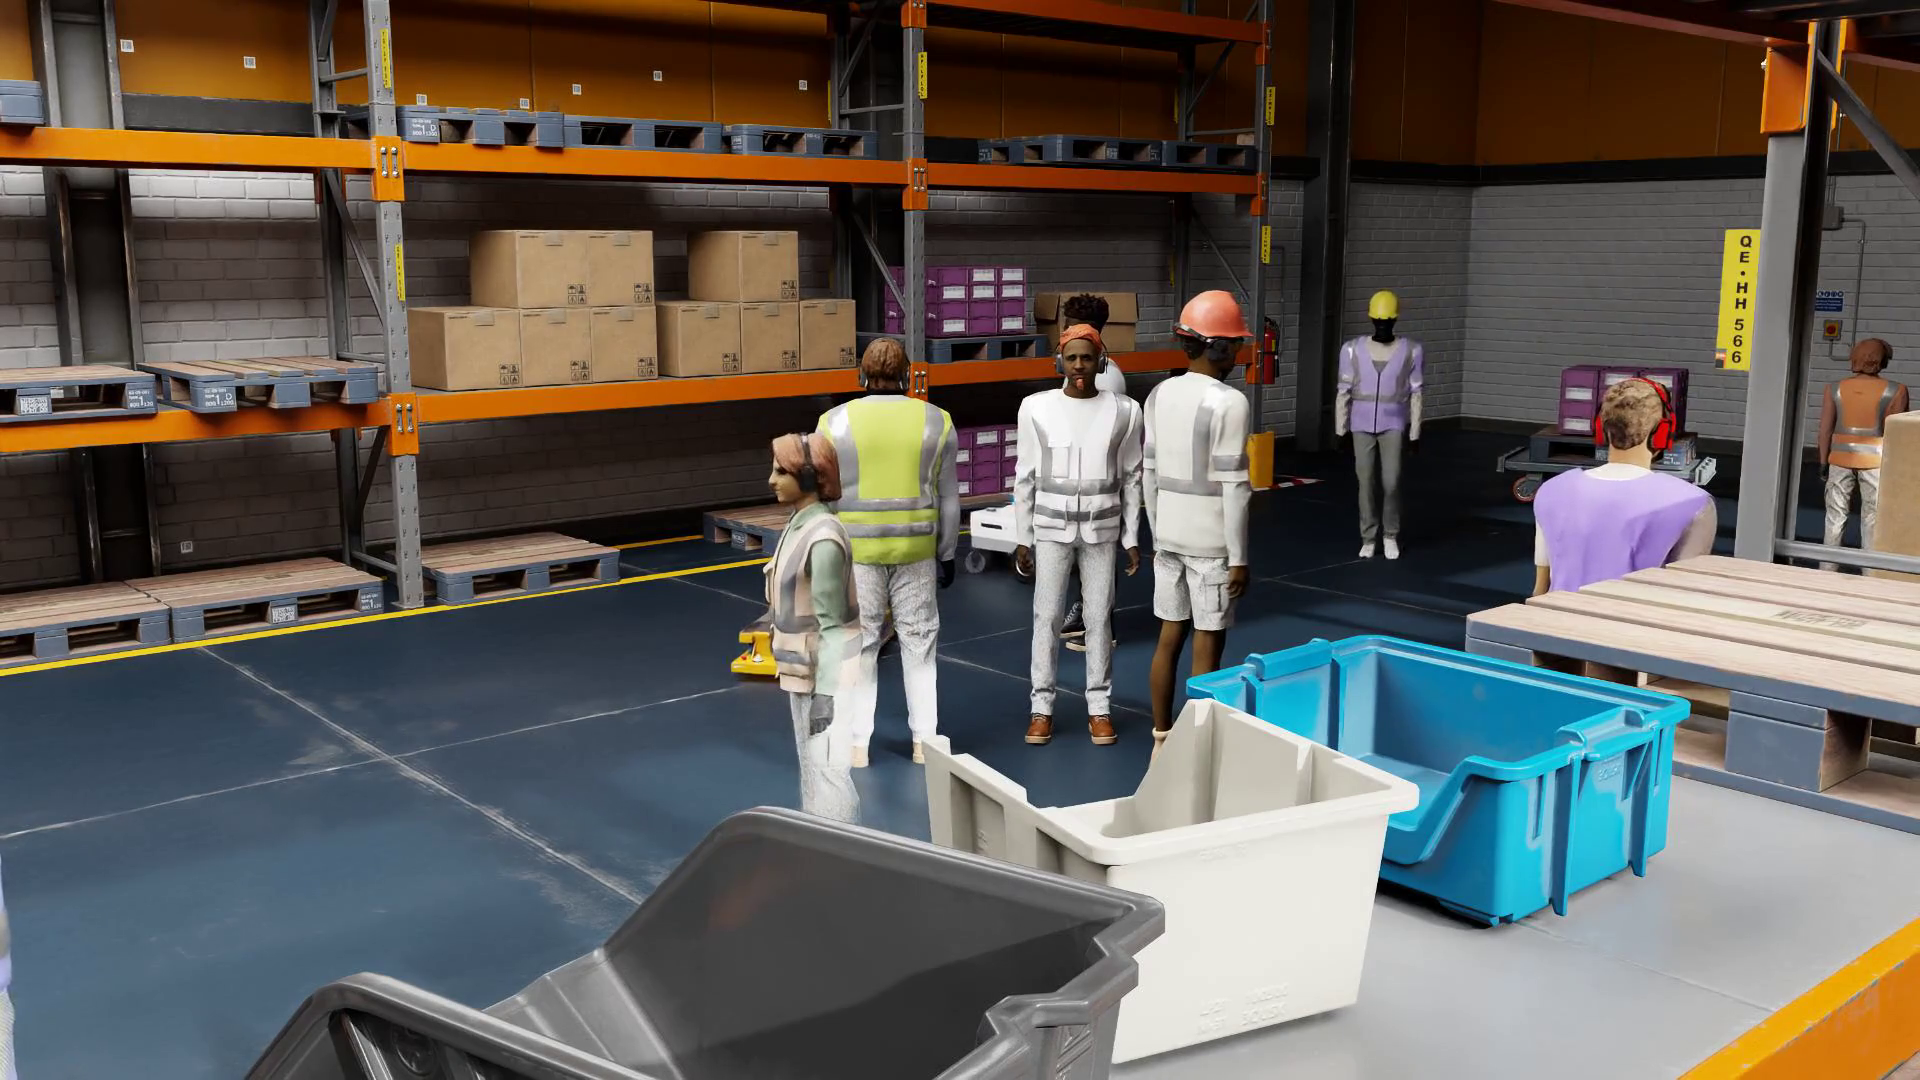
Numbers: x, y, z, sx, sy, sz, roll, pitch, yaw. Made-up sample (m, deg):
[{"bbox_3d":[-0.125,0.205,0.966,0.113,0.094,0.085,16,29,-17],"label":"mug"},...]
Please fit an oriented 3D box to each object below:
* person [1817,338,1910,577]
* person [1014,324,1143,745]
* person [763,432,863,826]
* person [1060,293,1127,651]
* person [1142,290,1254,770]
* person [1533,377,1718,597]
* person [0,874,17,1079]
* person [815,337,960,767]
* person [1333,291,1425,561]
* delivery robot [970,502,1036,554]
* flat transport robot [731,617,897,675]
[{"bbox_3d":[5.743,-0.462,10.602,0.522,1.638,0.310,10,14,44],"label":"person"},{"bbox_3d":[0.524,-0.017,7.428,0.572,1.883,0.356,0,10,2],"label":"person"},{"bbox_3d":[-0.474,0.461,5.435,0.310,1.638,0.522,-3,10,-15],"label":"person"},{"bbox_3d":[0.708,-0.375,9.197,0.369,1.967,0.601,-3,11,-16],"label":"person"},{"bbox_3d":[1.002,0.001,6.876,0.394,2.044,0.609,-6,12,-29],"label":"person"},{"bbox_3d":[1.986,0.427,5.087,0.388,1.837,0.565,-8,13,-38],"label":"person"},{"bbox_3d":[-1.557,0.857,2.376,0.552,1.936,0.359,8,13,39],"label":"person"},{"bbox_3d":[-0.316,0.058,7.122,0.633,1.842,0.429,-2,10,-9],"label":"person"},{"bbox_3d":[2.949,-0.796,11.742,0.594,1.905,0.516,4,11,20],"label":"person"},{"bbox_3d":[0.410,-0.071,11.187,0.707,0.478,0.477,9,13,40],"label":"delivery robot"},{"bbox_3d":[-0.720,0.486,9.126,0.652,0.197,1.431,2,10,11],"label":"flat transport robot"}]
